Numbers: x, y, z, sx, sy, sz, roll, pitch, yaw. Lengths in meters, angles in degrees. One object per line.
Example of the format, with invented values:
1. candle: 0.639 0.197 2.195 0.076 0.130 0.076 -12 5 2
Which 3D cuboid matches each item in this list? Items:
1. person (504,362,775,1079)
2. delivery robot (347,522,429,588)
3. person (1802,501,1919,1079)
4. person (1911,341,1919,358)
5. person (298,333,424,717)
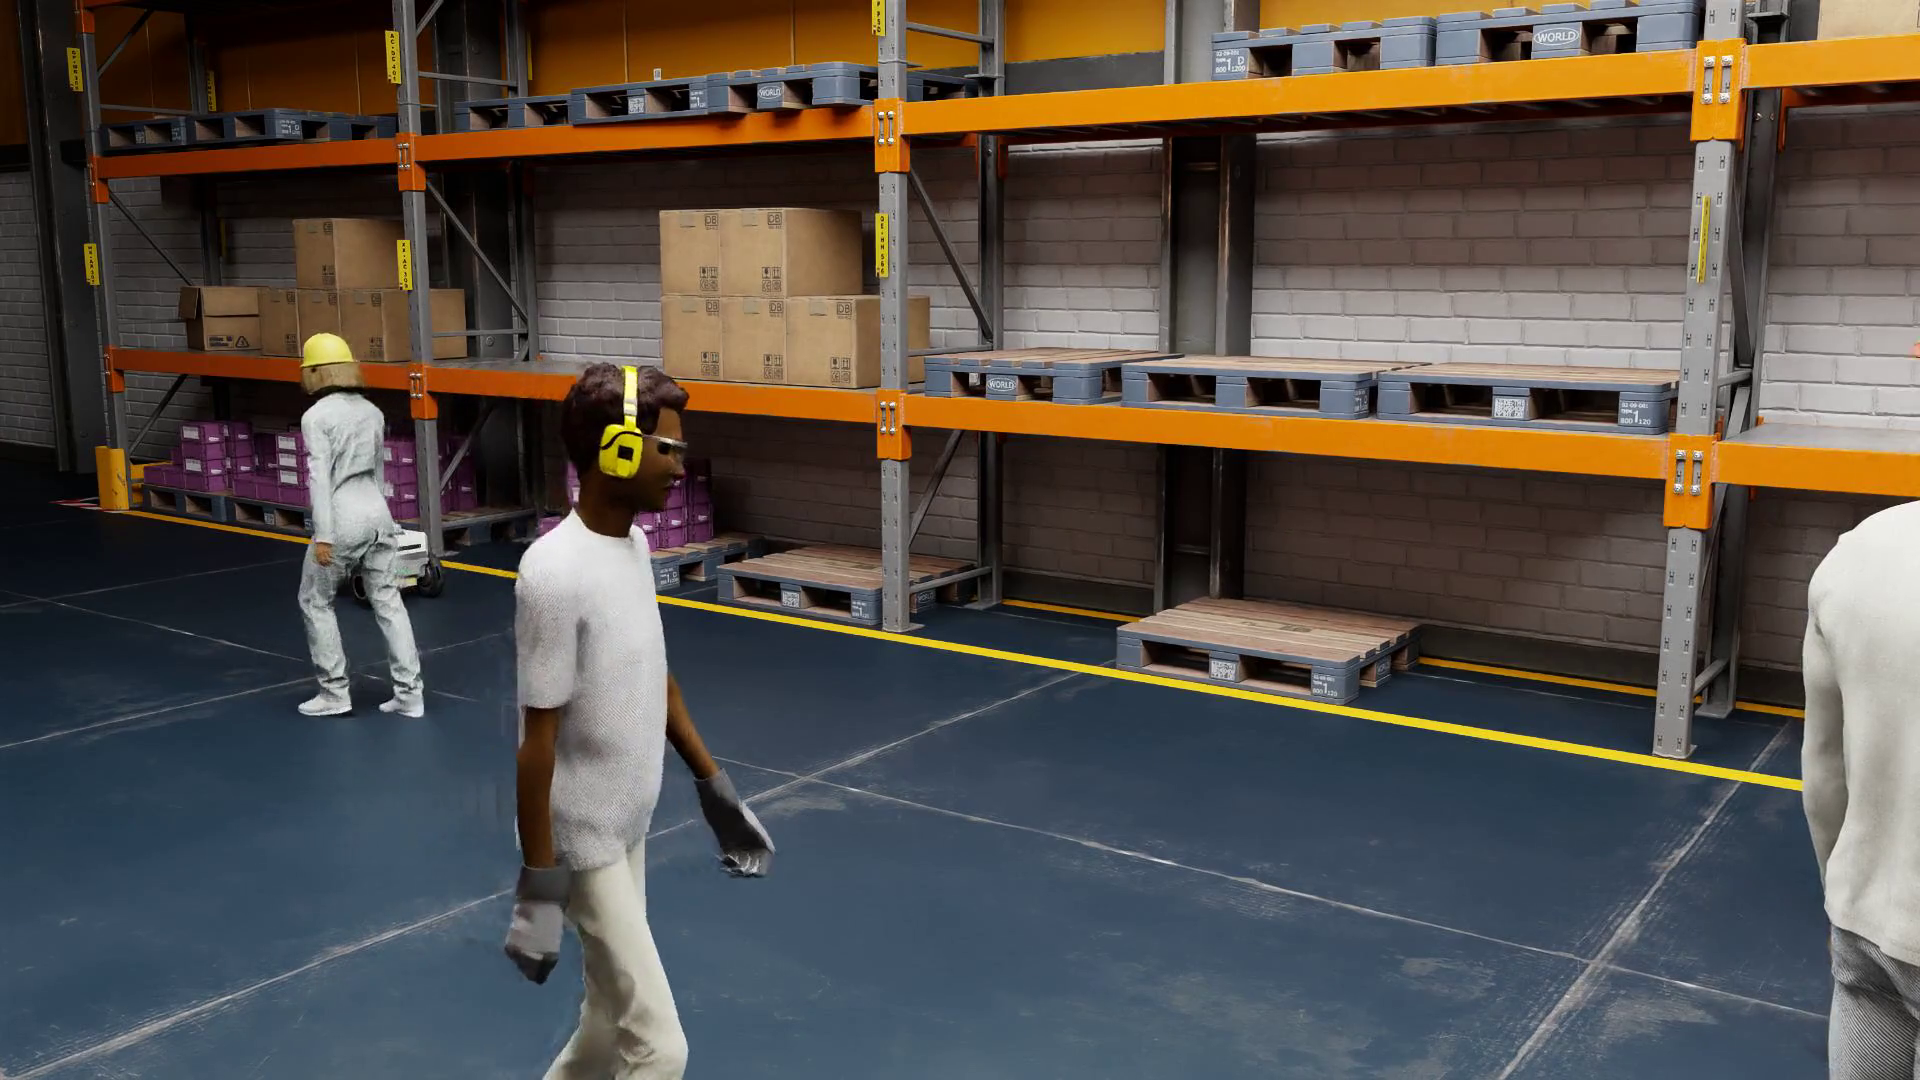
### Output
1. person: -0.687 0.586 3.176 0.622 1.843 0.525 0 10 3
2. delivery robot: -3.510 0.040 9.939 0.707 0.478 0.477 7 12 36
3. person: 1.534 0.639 2.542 0.373 1.940 0.628 -2 10 -9
4. person: 2.927 0.271 4.536 0.713 2.004 0.663 6 11 33
5. person: -2.699 -0.046 7.324 0.661 1.703 0.536 4 10 22
